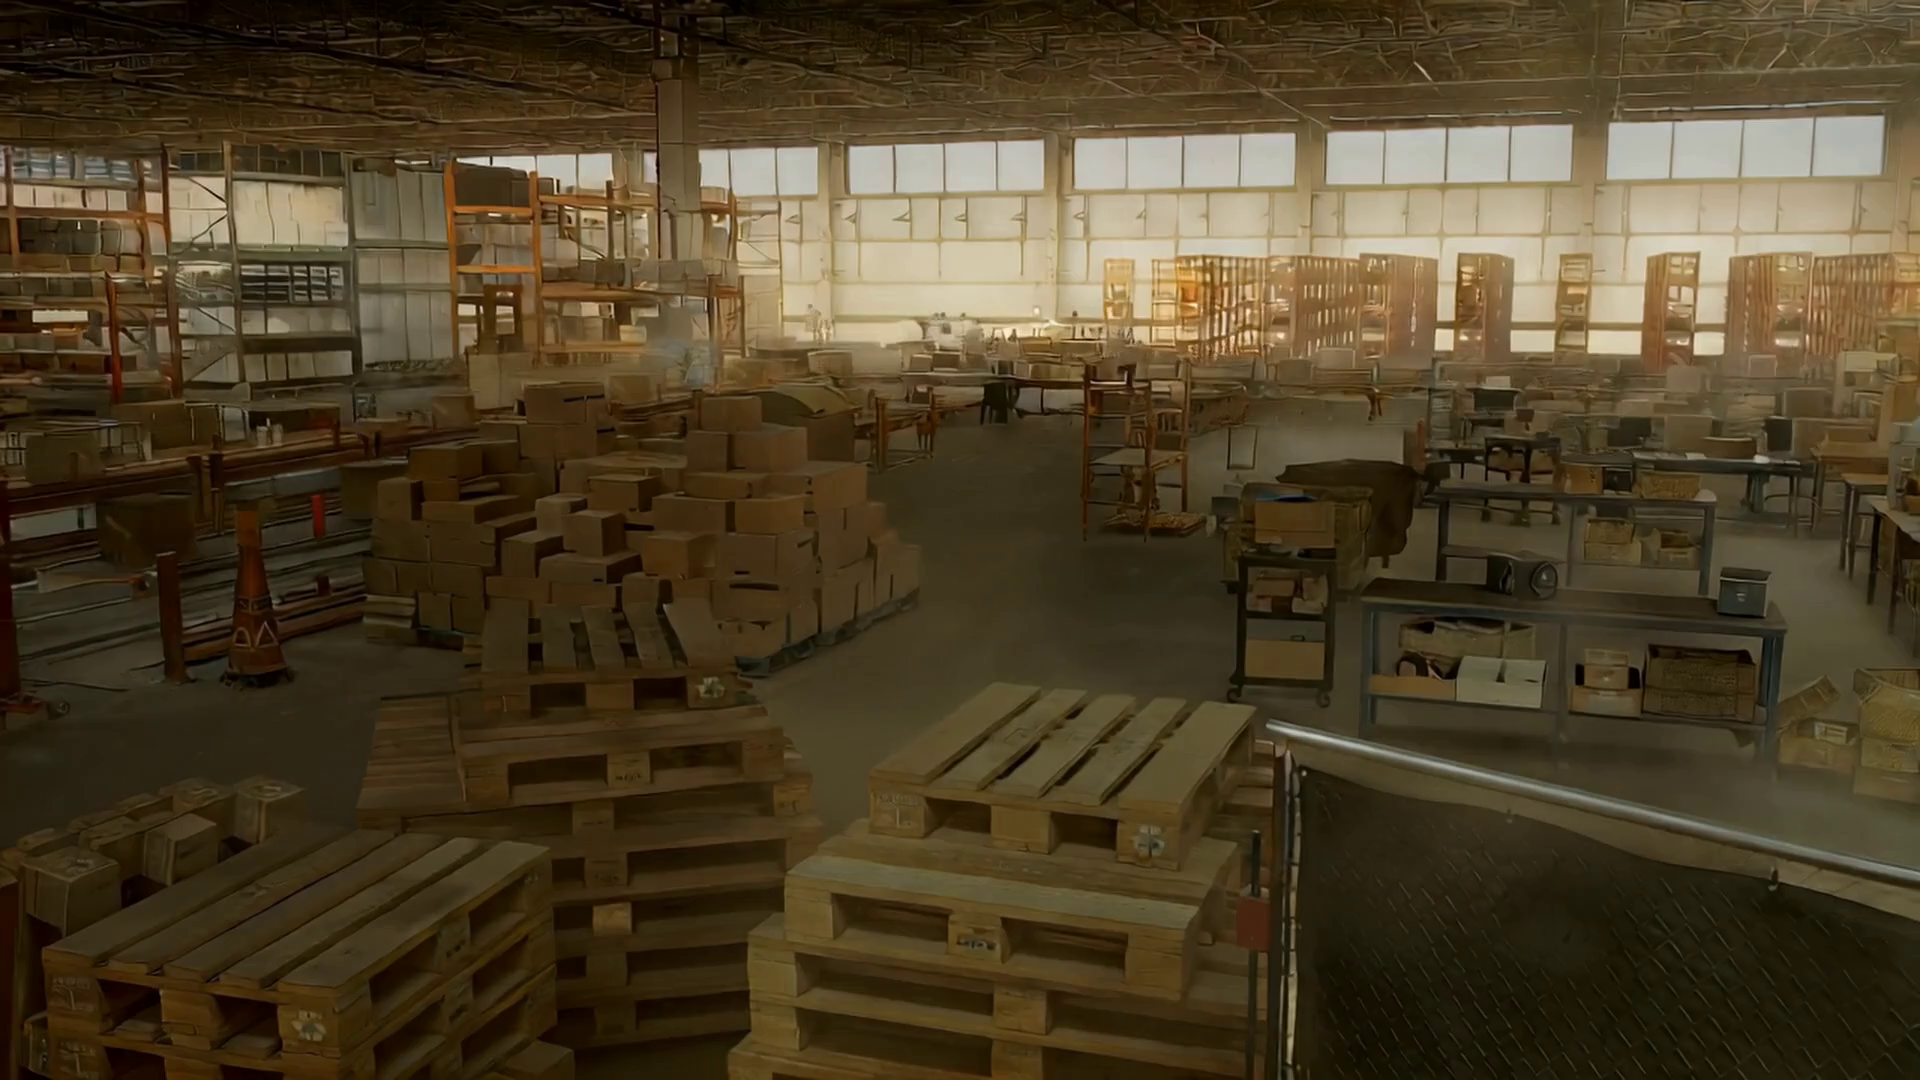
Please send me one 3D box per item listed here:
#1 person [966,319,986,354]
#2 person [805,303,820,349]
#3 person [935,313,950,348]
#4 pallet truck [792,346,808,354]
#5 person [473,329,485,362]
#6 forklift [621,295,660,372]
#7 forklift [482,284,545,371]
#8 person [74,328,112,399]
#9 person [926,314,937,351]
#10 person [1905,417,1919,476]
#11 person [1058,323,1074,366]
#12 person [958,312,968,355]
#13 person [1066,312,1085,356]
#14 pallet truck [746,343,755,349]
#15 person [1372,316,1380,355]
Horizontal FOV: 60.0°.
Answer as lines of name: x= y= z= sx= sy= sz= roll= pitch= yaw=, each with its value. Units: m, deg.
person: x=0.461 y=-5.191 z=45.964 sx=0.590 sy=1.833 sz=0.404 roll=5 pitch=10 yaw=28
person: x=-6.028 y=-8.757 z=68.227 sx=0.554 sy=1.886 sz=0.934 roll=-9 pitch=13 yaw=-44
person: x=-0.557 y=-6.284 z=52.891 sx=0.449 sy=1.843 sz=0.611 roll=7 pitch=11 yaw=37
pallet truck: x=-3.705 y=-4.298 z=42.022 sx=0.653 sy=1.274 sz=1.630 roll=3 pitch=10 yaw=20
person: x=-12.043 y=-4.482 z=41.968 sx=0.322 sy=1.690 sz=0.533 roll=7 pitch=12 yaw=38
forklift: x=-9.526 y=-6.216 z=49.118 sx=1.129 sy=2.768 sz=1.873 roll=3 pitch=10 yaw=20
forklift: x=-10.832 y=-4.702 z=39.610 sx=1.129 sy=2.768 sz=1.873 roll=3 pitch=10 yaw=20
person: x=-21.478 y=-4.368 z=41.121 sx=0.544 sy=1.735 sz=0.869 roll=6 pitch=11 yaw=32
person: x=-0.893 y=-6.813 z=56.472 sx=0.723 sy=1.726 sz=0.566 roll=7 pitch=12 yaw=39
person: x=10.141 y=-0.663 z=17.457 sx=0.400 sy=1.855 sz=0.561 roll=6 pitch=11 yaw=34
person: x=2.405 y=-3.913 z=37.577 sx=0.404 sy=1.945 sz=0.615 roll=-1 pitch=9 yaw=-7
person: x=0.057 y=-7.311 z=59.640 sx=0.507 sy=1.713 sz=0.553 roll=-4 pitch=10 yaw=-25
person: x=3.549 y=-6.186 z=52.115 sx=0.657 sy=1.863 sz=0.932 roll=-2 pitch=9 yaw=-14
pallet truck: x=-6.183 y=-4.618 z=44.264 sx=1.601 sy=1.201 sz=0.680 roll=-9 pitch=12 yaw=-43
person: x=13.892 y=-6.708 z=55.526 sx=0.403 sy=1.822 sz=0.588 roll=0 pitch=9 yaw=0
